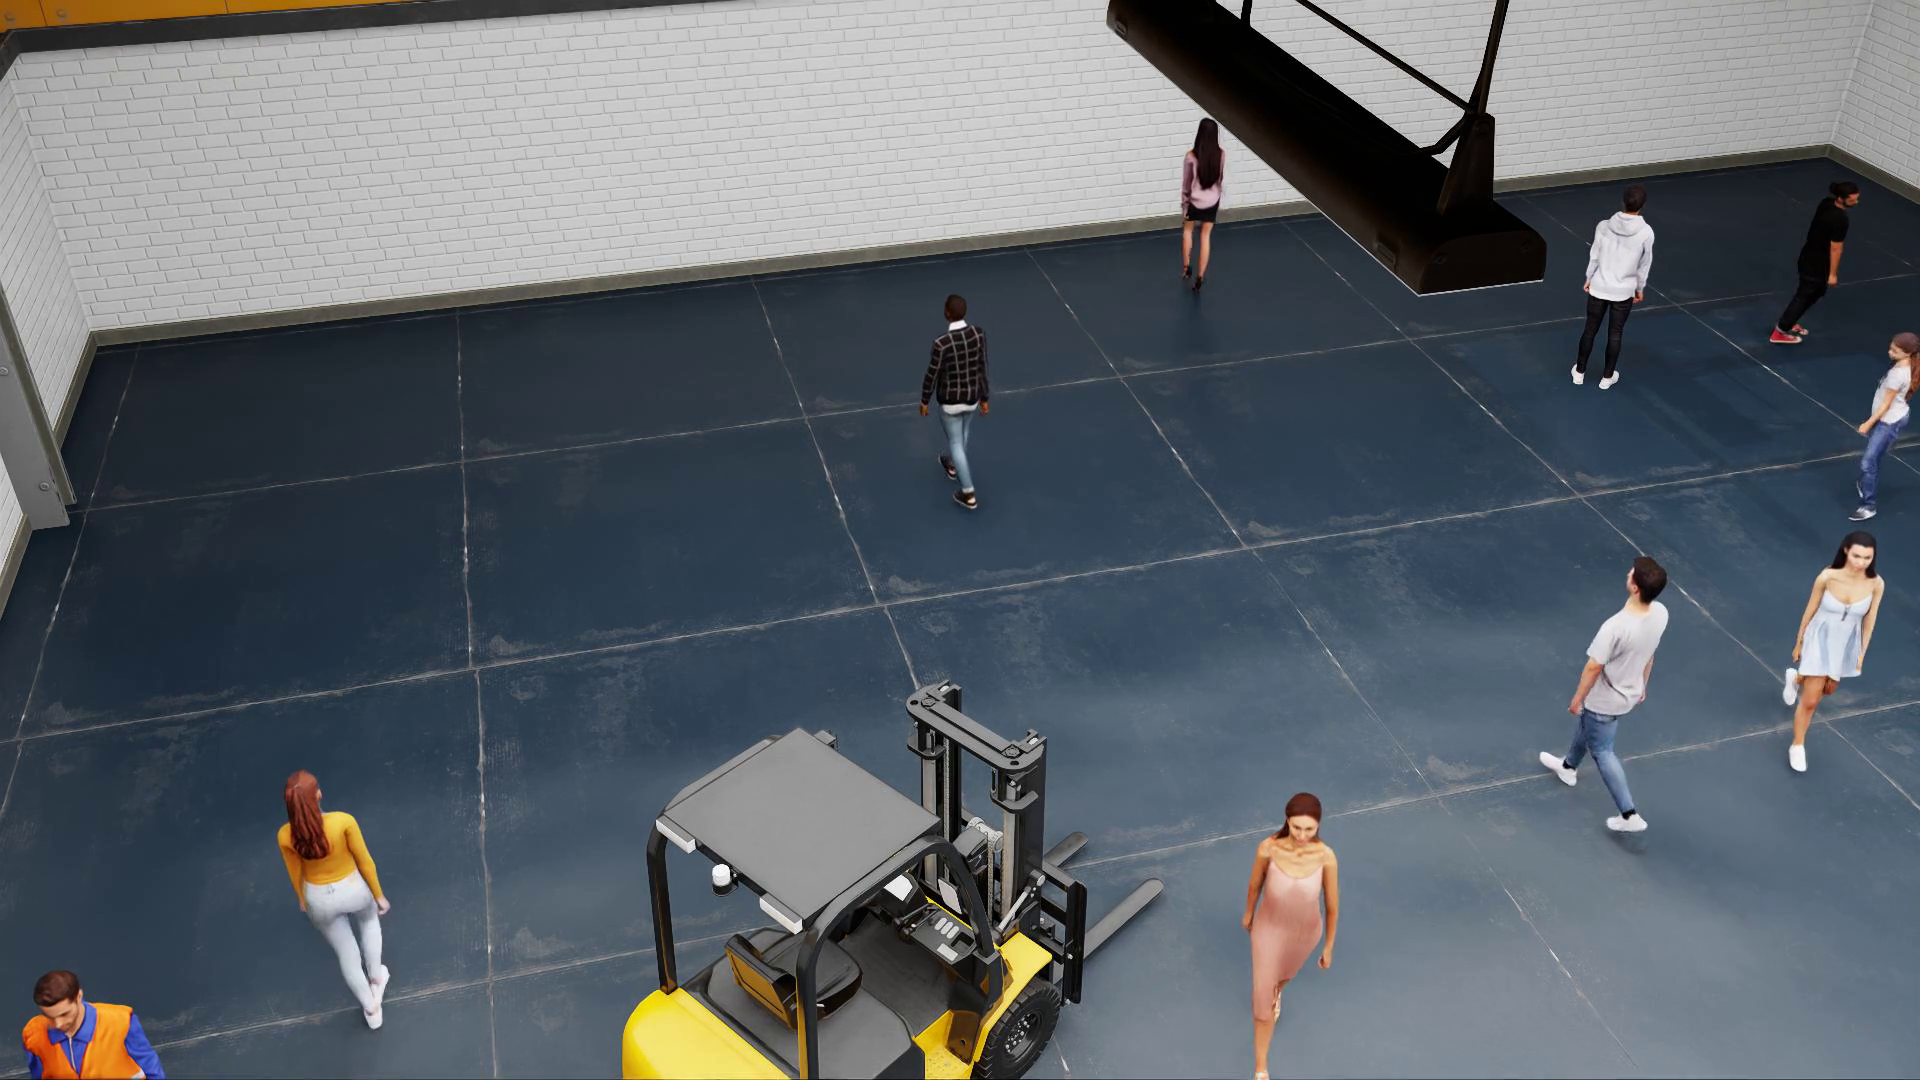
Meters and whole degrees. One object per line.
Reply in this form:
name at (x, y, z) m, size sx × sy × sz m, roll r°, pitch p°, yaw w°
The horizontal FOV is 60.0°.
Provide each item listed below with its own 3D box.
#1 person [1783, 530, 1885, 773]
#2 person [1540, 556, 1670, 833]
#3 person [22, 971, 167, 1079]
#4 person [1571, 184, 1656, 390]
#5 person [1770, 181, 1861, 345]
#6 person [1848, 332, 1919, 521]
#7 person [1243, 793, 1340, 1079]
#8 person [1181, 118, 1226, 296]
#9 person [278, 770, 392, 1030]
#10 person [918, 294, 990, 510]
person at (5.642, 0.644, 10.816) m, size 0.862 × 1.711 × 1.088 m, roll 7°, pitch 34°, yaw 10°
person at (4.064, 0.967, 10.196) m, size 0.881 × 1.858 × 1.225 m, roll -18°, pitch 38°, yaw -25°
person at (-3.930, 2.636, 7.685) m, size 0.685 × 1.859 × 0.594 m, roll -10°, pitch 35°, yaw -14°
person at (5.906, -2.288, 15.029) m, size 0.781 × 1.930 × 0.823 m, roll 15°, pitch 36°, yaw 21°
person at (8.057, -2.620, 15.722) m, size 0.896 × 1.715 × 0.750 m, roll -2°, pitch 34°, yaw -3°
person at (7.488, -0.976, 13.403) m, size 0.903 × 1.544 × 0.905 m, roll -25°, pitch 41°, yaw -32°
person at (1.728, 1.984, 8.732) m, size 0.925 × 1.785 × 1.180 m, roll 6°, pitch 34°, yaw 9°
person at (2.460, -3.307, 16.686) m, size 0.665 × 1.793 × 0.719 m, roll -4°, pitch 34°, yaw -6°
person at (-3.283, 1.966, 8.803) m, size 0.625 × 1.737 × 0.639 m, roll -10°, pitch 35°, yaw -15°
person at (0.019, -1.079, 13.334) m, size 0.869 × 1.792 × 1.105 m, roll -17°, pitch 37°, yaw -24°
